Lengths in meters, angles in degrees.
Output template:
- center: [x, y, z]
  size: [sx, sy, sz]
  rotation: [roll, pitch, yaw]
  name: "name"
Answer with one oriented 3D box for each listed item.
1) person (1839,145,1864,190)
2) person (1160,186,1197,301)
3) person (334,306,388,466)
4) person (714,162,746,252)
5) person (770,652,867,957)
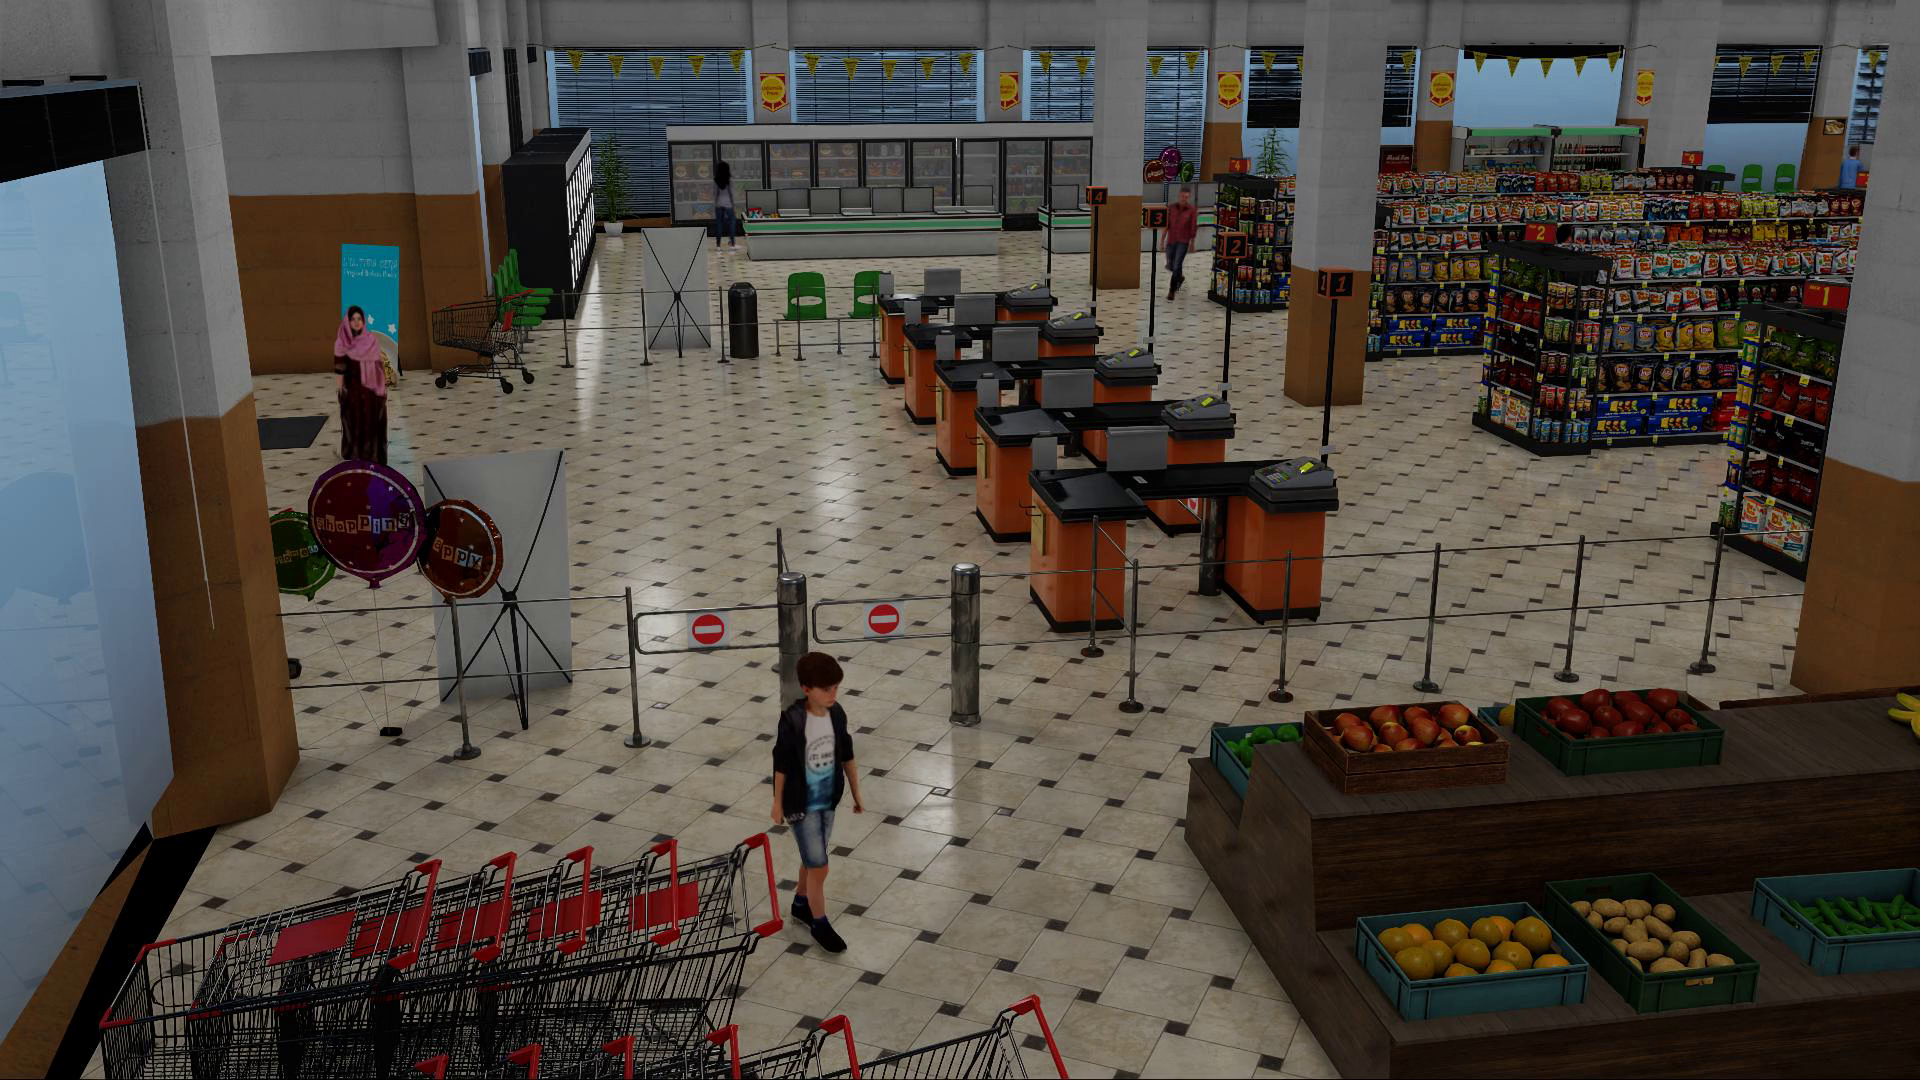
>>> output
- center: [19.551, -7.747, 36.548]
  size: [0.727, 1.820, 0.739]
  rotation: [-12, 21, -34]
  name: "person"
- center: [3.549, -4.807, 26.914]
  size: [1.174, 1.791, 1.162]
  rotation: [9, 19, 28]
  name: "person"
- center: [-5.870, -1.497, 16.269]
  size: [0.795, 1.642, 0.872]
  rotation: [-14, 22, -38]
  name: "person"
- center: [-4.672, -6.584, 32.880]
  size: [0.777, 1.727, 0.888]
  rotation: [4, 17, 11]
  name: "person"
- center: [-0.734, 1.190, 7.787]
  size: [0.811, 1.429, 0.768]
  rotation: [15, 22, 40]
  name: "person"
